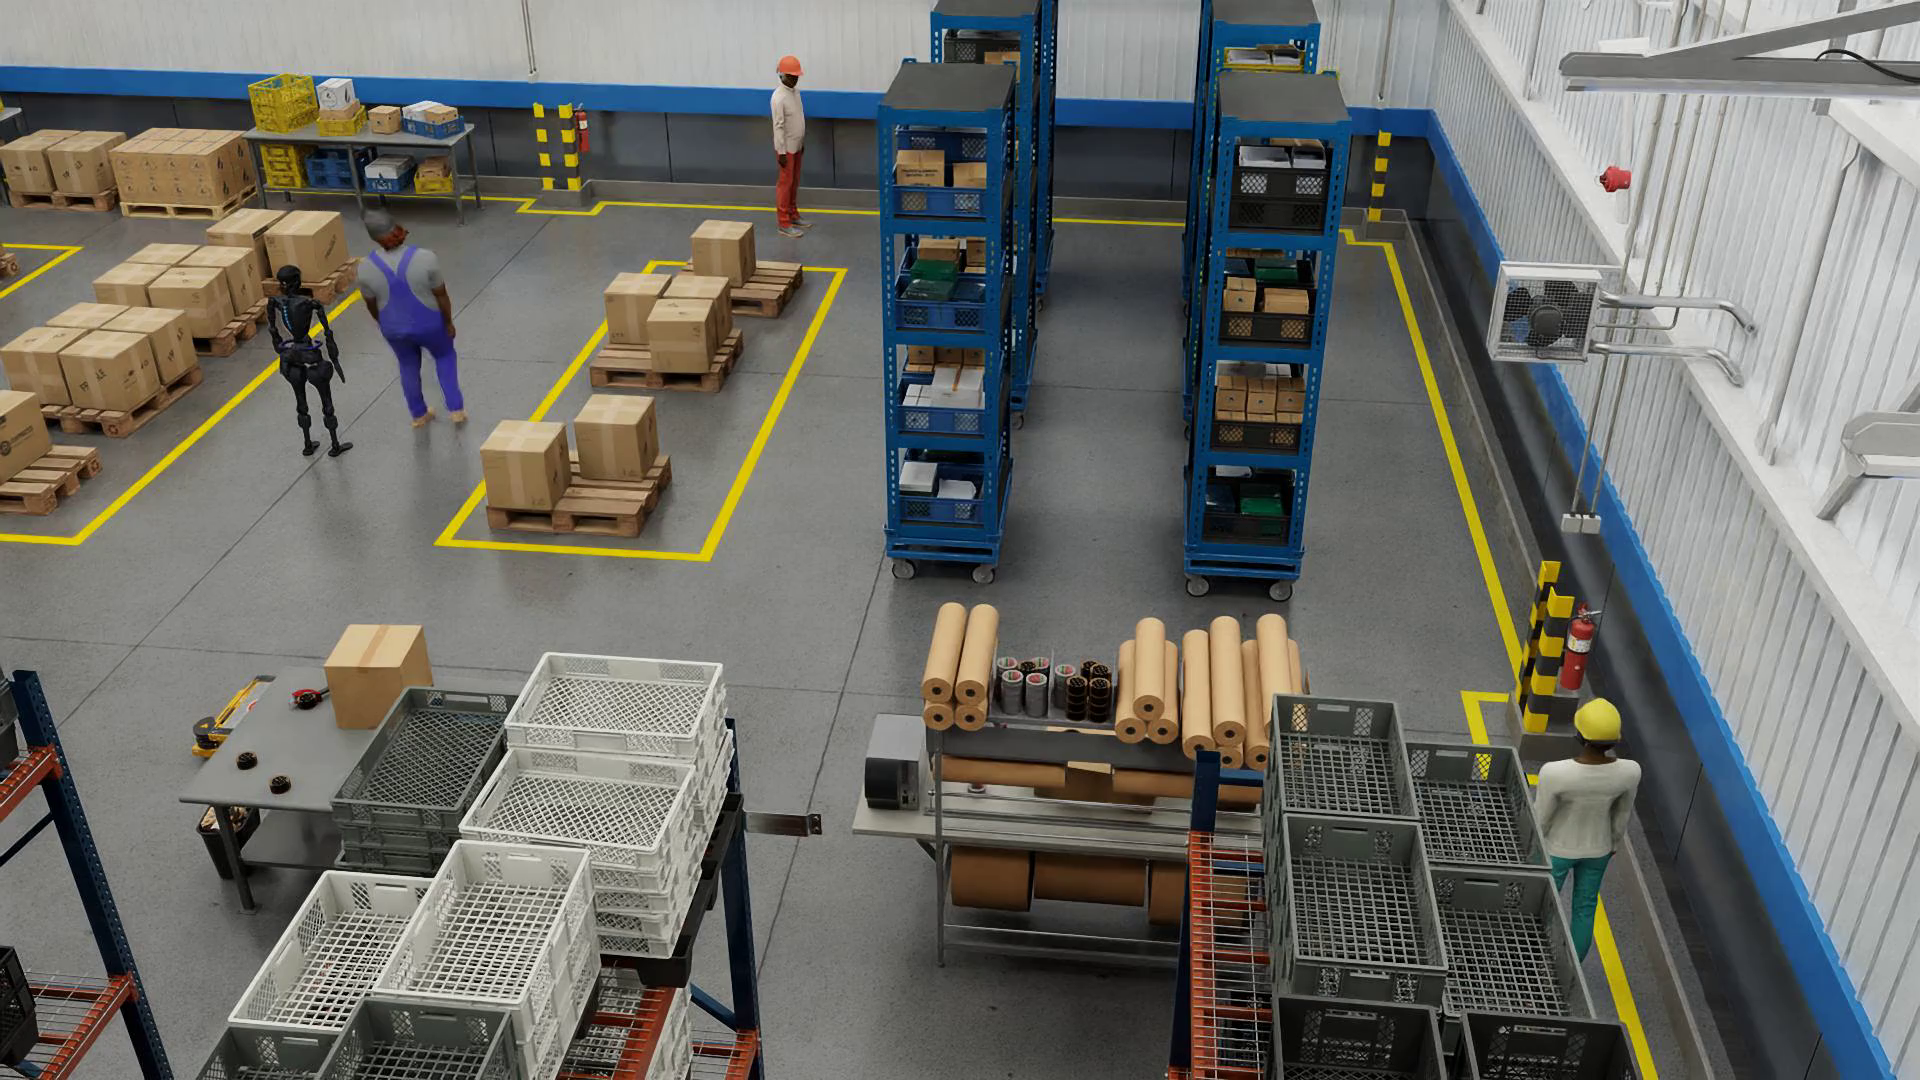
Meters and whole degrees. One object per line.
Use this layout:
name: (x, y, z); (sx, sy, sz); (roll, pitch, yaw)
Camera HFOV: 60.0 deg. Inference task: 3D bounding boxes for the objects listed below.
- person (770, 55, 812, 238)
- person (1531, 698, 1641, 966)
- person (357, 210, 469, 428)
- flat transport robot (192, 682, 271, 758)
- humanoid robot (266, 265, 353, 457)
person: (-1.879, -4.386, 18.495); (0.387, 1.990, 0.622); (8, 31, 14)
person: (3.133, 1.554, 8.512); (0.524, 1.772, 0.299); (-2, 30, -4)
person: (-4.664, -1.886, 14.154); (0.712, 2.000, 0.539); (-3, 30, -5)
flat transport robot: (-4.089, 1.163, 10.648); (1.431, 0.197, 0.652); (3, 30, 6)
humanoid robot: (-5.433, -1.498, 13.832); (0.592, 1.657, 0.326); (4, 30, 7)
